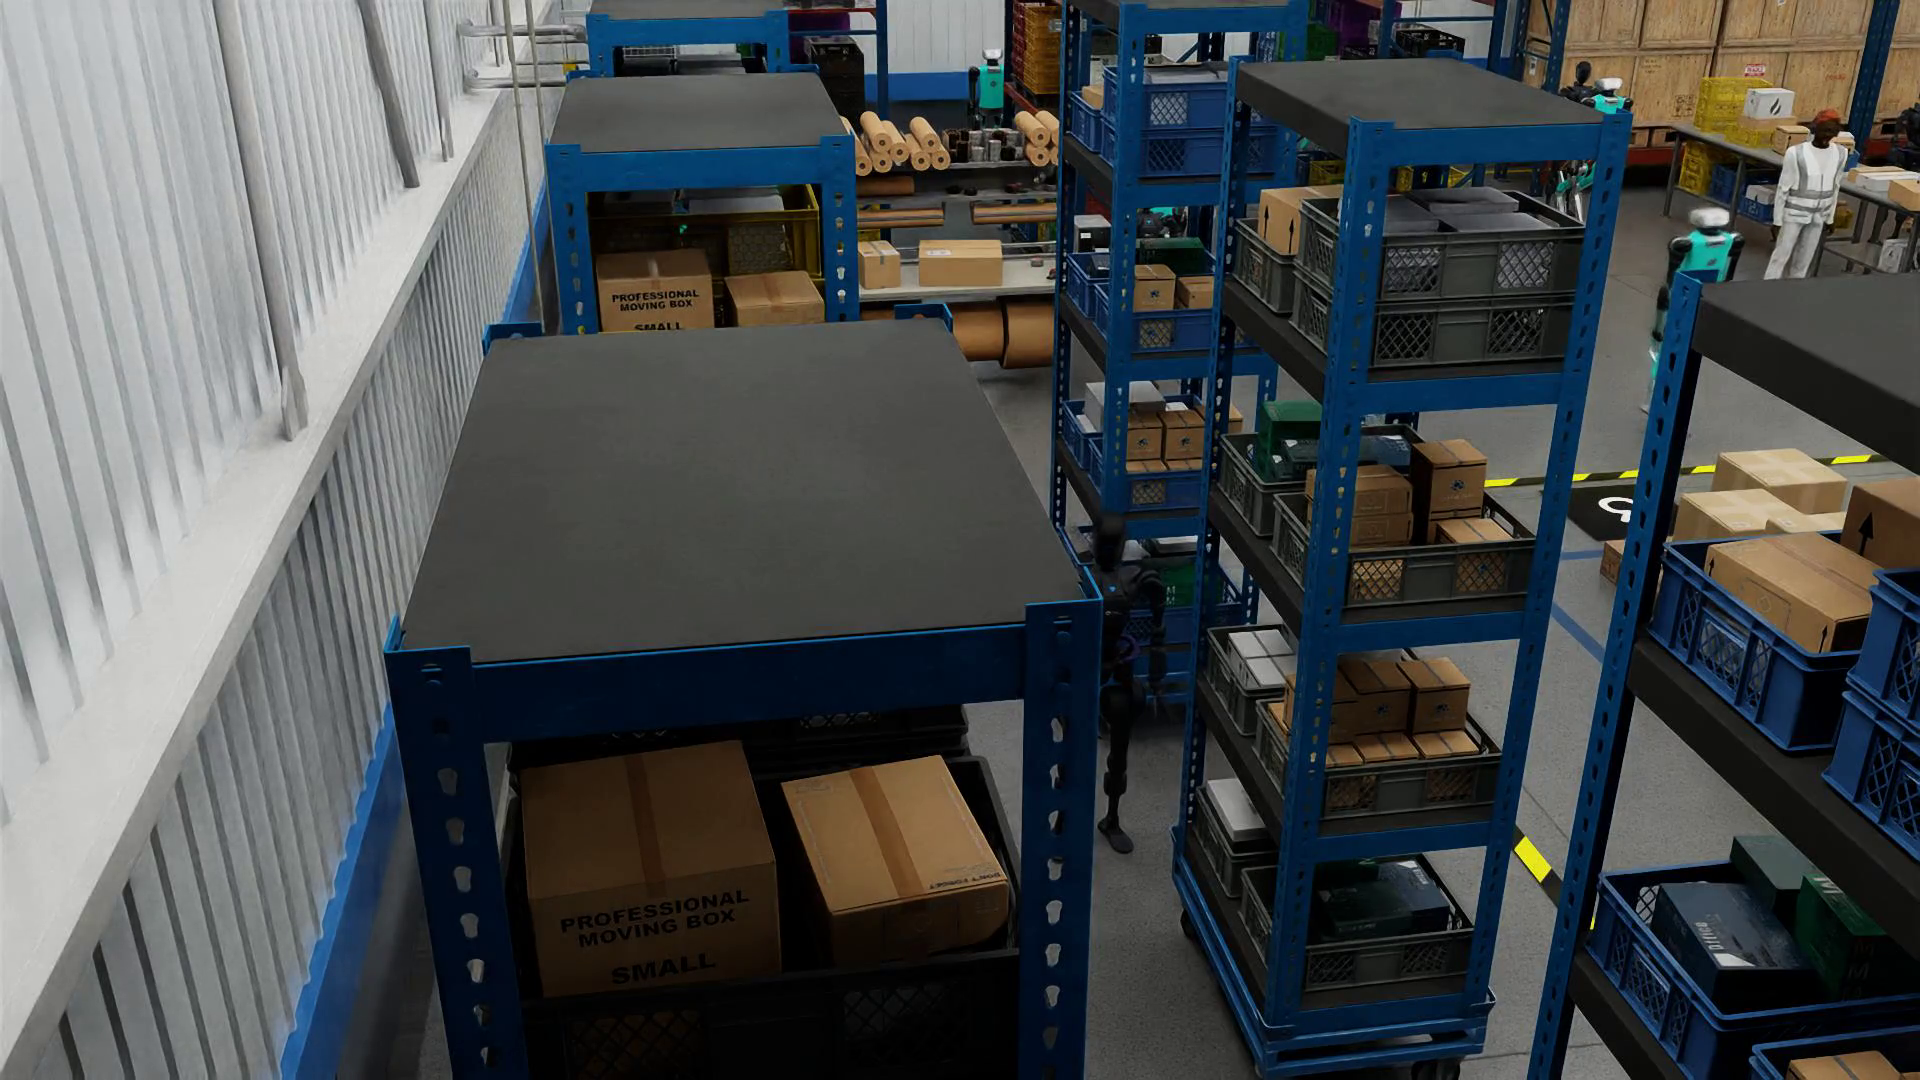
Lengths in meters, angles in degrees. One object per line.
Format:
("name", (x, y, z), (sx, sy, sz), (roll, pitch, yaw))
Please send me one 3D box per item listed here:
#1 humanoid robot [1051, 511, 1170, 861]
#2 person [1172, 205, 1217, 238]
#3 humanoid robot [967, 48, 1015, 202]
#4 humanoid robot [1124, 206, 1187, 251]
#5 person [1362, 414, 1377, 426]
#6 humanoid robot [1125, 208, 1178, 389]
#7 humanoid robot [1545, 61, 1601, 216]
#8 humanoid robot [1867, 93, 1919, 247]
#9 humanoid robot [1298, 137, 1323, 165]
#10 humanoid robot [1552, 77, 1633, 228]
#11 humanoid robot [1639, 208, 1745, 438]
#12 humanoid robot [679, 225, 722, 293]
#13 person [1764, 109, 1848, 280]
("humanoid robot", (0.621, 0.635, 7.216), (0.599, 1.655, 0.315), (-4, 25, -8))
("person", (2.195, -3.310, 15.373), (0.609, 2.042, 0.392), (-3, 25, -7))
("humanoid robot", (0.306, -4.620, 18.423), (0.533, 1.677, 0.735), (-4, 25, -8))
("humanoid robot", (1.539, -2.475, 13.761), (0.533, 1.677, 0.735), (-4, 25, -8))
("person", (1.880, 0.161, 8.116), (0.595, 1.805, 0.934), (-2, 25, -5))
("humanoid robot", (1.417, -1.973, 12.887), (0.599, 1.655, 0.315), (-4, 25, -8))
("humanoid robot", (6.645, -4.345, 18.043), (0.599, 1.655, 0.315), (-4, 25, -8))
("humanoid robot", (9.649, -3.815, 16.890), (0.599, 1.655, 0.315), (-4, 25, -8))
("humanoid robot", (4.052, -4.733, 18.668), (0.533, 1.677, 0.735), (-4, 25, -8))
("humanoid robot", (6.263, -3.823, 16.690), (0.533, 1.677, 0.735), (-4, 25, -8))
("humanoid robot", (5.136, -1.571, 11.948), (0.552, 1.730, 1.004), (-4, 25, -9))
("humanoid robot", (-2.027, -1.932, 12.580), (0.533, 1.677, 0.735), (-4, 25, -8))
("person", (7.317, -2.784, 14.418), (0.576, 1.881, 0.347), (-3, 25, -7))
